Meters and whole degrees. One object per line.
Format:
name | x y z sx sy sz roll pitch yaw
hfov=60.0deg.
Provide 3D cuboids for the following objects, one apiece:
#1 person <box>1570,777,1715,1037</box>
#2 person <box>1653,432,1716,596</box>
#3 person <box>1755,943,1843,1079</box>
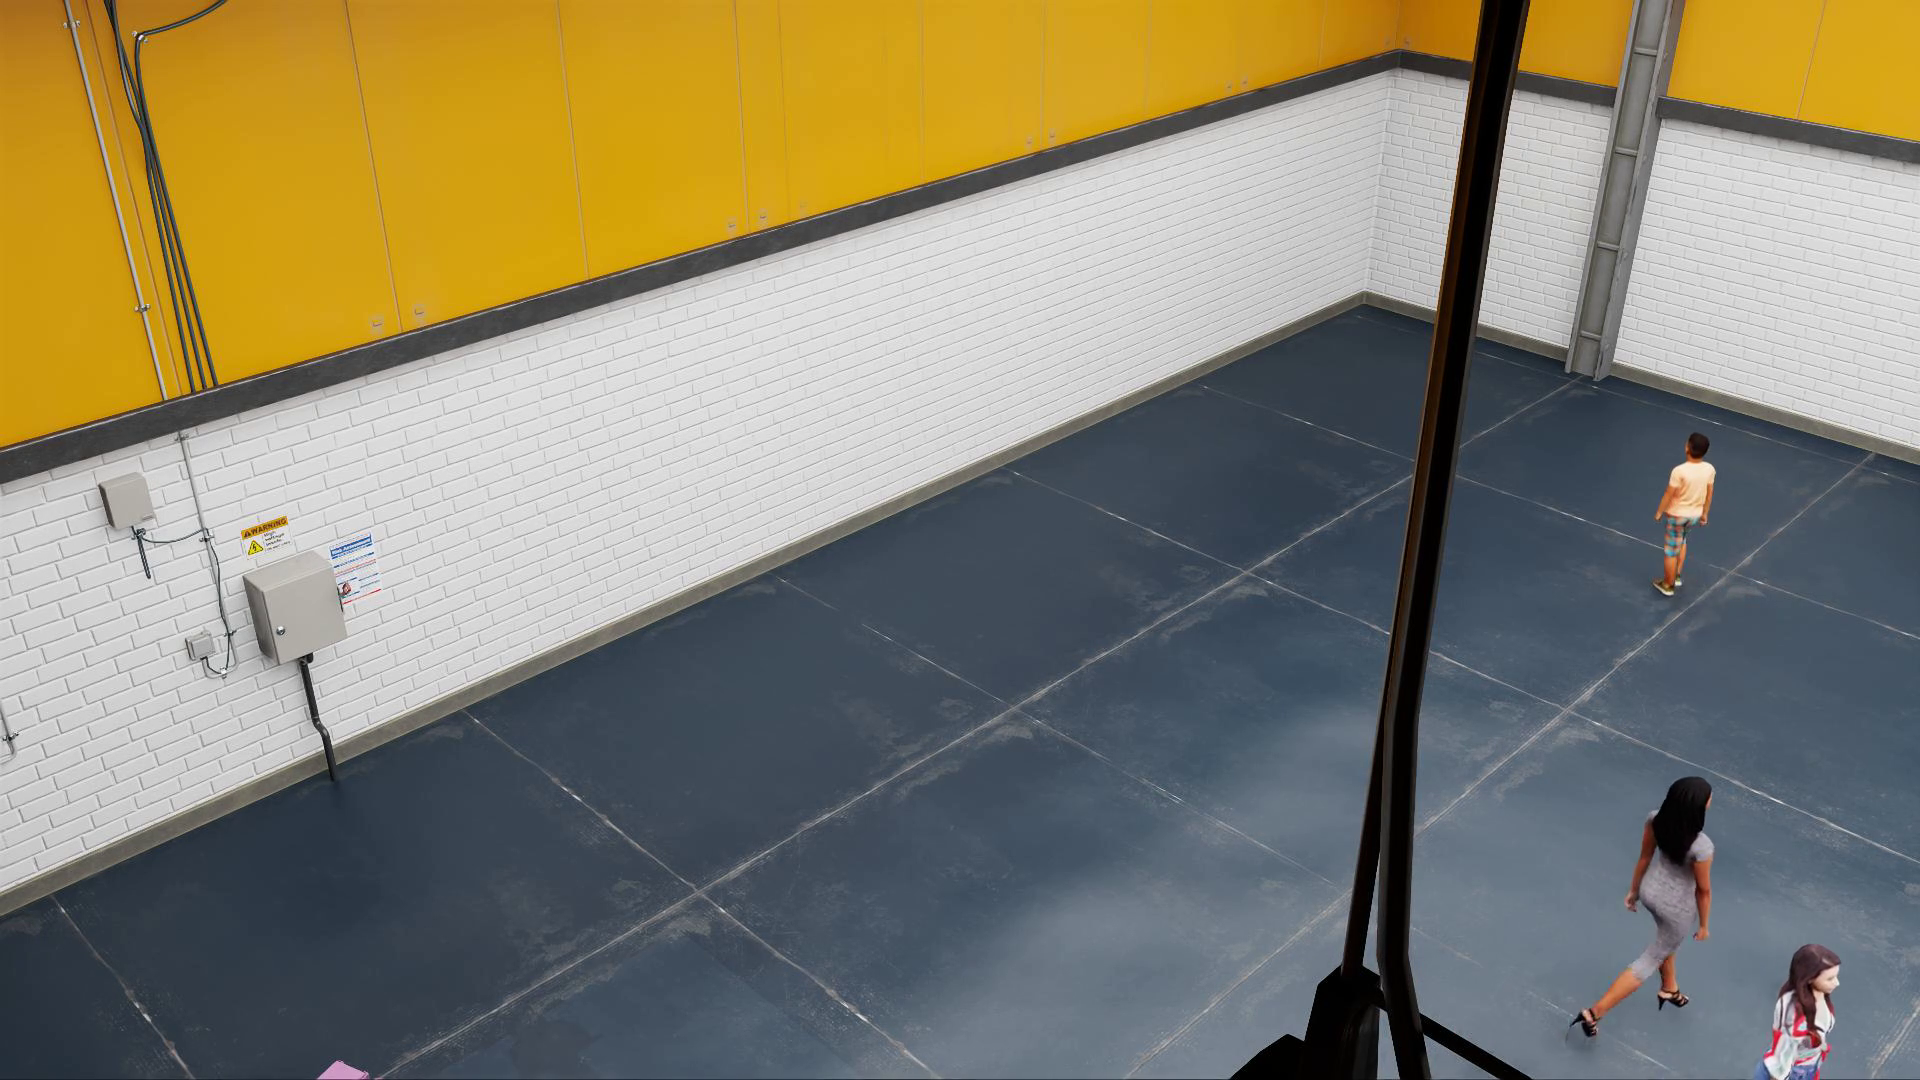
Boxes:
person | 3.895 2.120 9.347 0.971 1.742 1.129 -10 30 -18
person | 6.070 -0.182 13.867 0.648 1.453 0.690 -5 29 -9
person | 4.128 2.681 8.466 0.849 1.600 0.592 25 38 38
